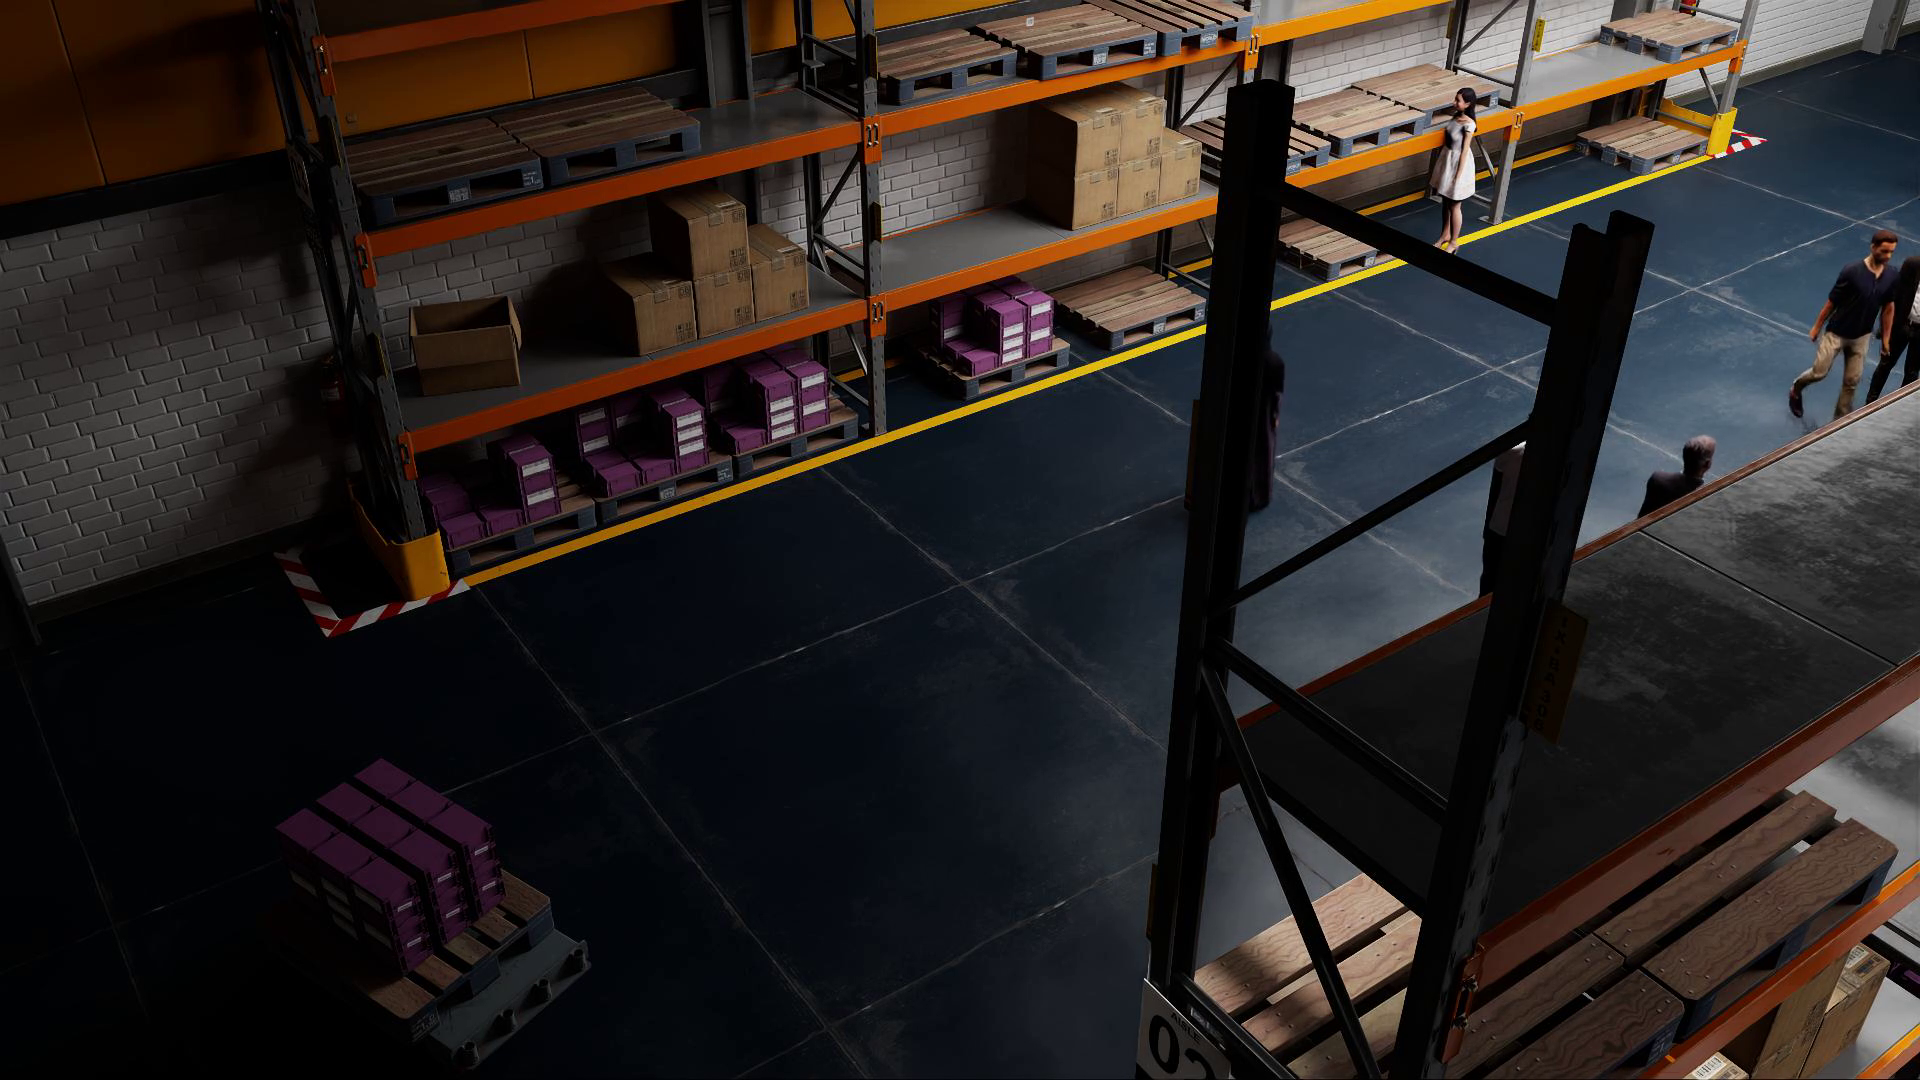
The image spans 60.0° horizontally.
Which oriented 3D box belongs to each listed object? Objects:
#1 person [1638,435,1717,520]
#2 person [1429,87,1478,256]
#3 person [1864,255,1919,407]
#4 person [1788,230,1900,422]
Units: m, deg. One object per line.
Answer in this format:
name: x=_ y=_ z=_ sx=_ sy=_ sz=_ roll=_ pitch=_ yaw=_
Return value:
person: x=4.673 y=0.166 z=11.089 sx=1.171 sy=1.799 sz=0.755 roll=-18 pitch=38 yaw=-25
person: x=5.064 y=-3.767 z=17.033 sx=0.795 sy=1.769 sz=0.774 roll=-3 pitch=34 yaw=-5
person: x=8.031 y=-1.778 z=14.012 sx=0.719 sy=1.800 sz=0.644 roll=25 pitch=41 yaw=32
person: x=7.419 y=-1.705 z=13.876 sx=1.094 sy=1.828 sz=1.100 roll=0 pitch=34 yaw=0
